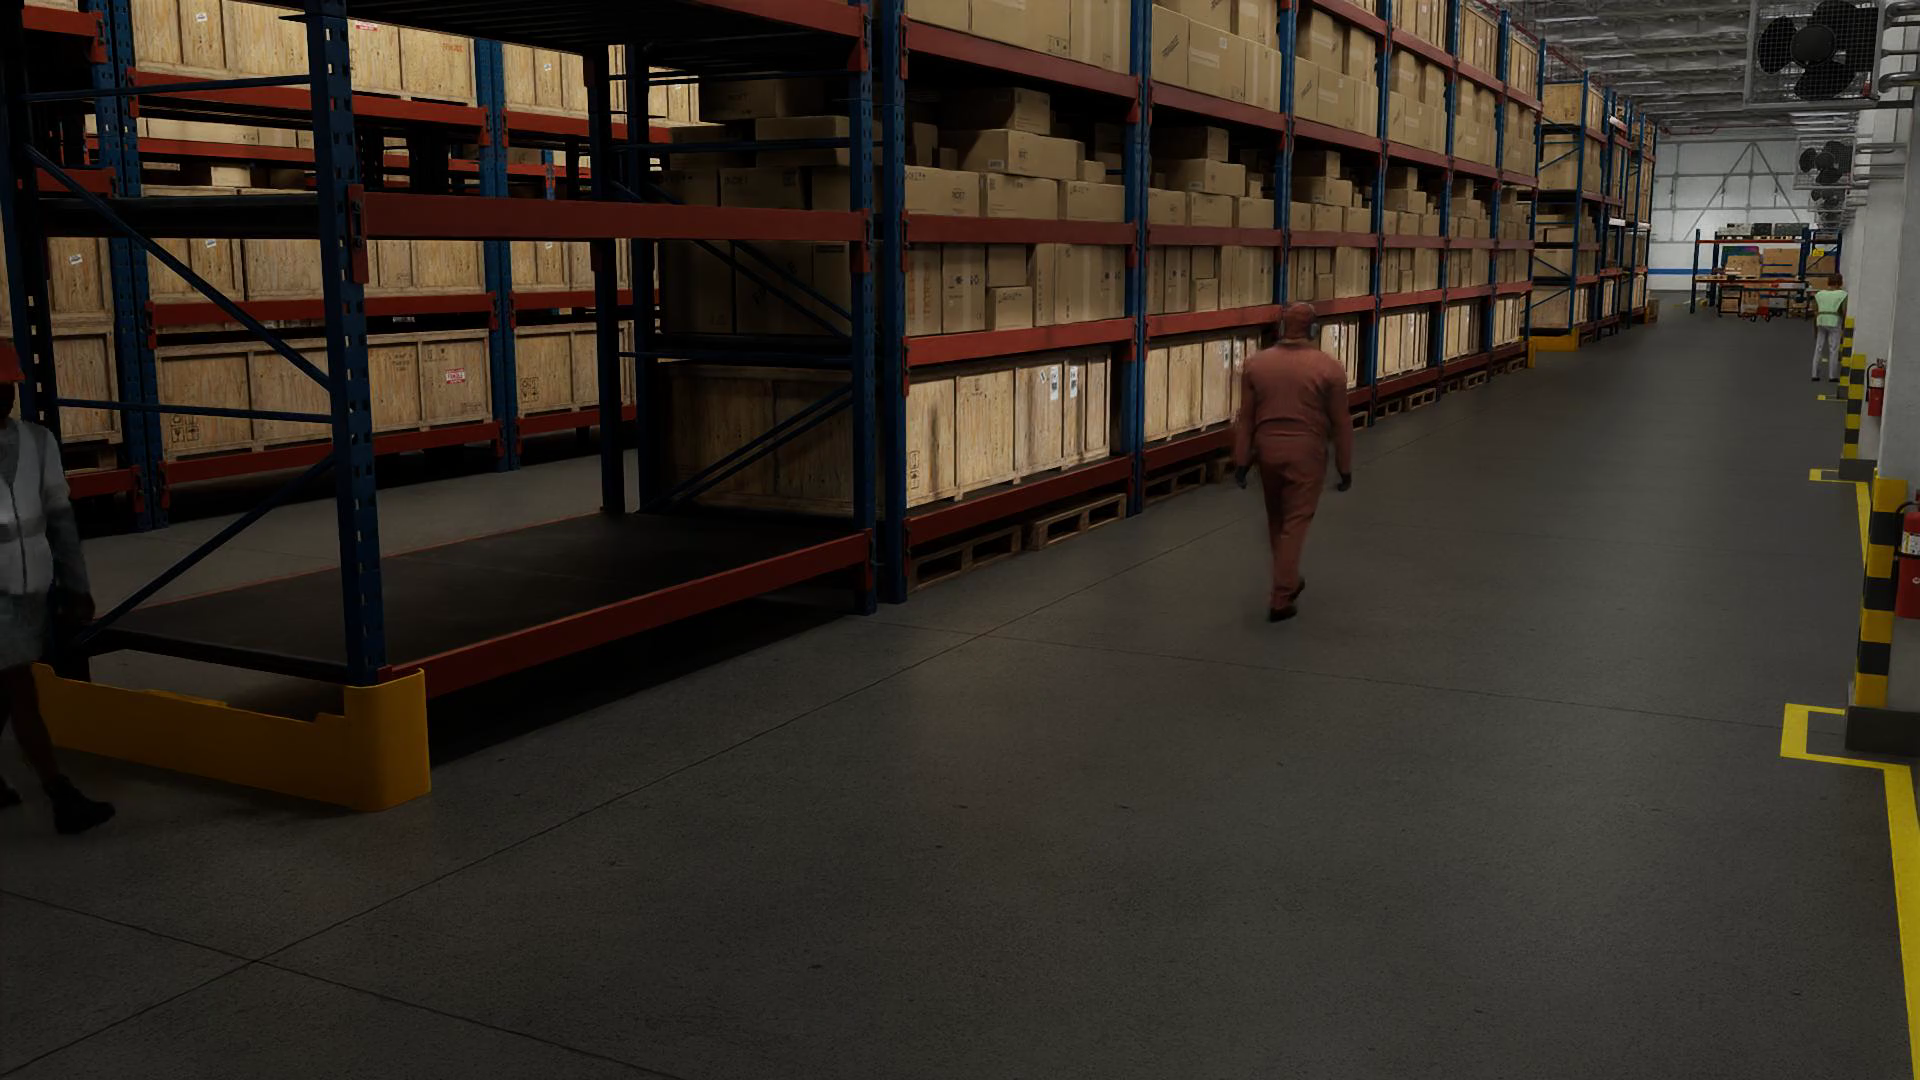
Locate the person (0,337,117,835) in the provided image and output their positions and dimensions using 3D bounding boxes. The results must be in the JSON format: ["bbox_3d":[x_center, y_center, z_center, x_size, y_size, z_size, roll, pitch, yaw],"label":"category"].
[{"bbox_3d":[-3.587,0.160,6.301,0.979,1.883,0.563,5,11,27],"label":"person"}]

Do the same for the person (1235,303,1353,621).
[{"bbox_3d":[2.070,-0.489,10.068,0.673,1.869,0.915,7,12,33],"label":"person"}]

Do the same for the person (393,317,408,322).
[{"bbox_3d":[-6.831,-2.209,20.427,0.295,1.744,0.491,-3,10,-16],"label":"person"}]

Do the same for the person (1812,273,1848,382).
[{"bbox_3d":[14.702,-3.583,28.122,0.394,1.836,0.561,-8,12,-37],"label":"person"}]
